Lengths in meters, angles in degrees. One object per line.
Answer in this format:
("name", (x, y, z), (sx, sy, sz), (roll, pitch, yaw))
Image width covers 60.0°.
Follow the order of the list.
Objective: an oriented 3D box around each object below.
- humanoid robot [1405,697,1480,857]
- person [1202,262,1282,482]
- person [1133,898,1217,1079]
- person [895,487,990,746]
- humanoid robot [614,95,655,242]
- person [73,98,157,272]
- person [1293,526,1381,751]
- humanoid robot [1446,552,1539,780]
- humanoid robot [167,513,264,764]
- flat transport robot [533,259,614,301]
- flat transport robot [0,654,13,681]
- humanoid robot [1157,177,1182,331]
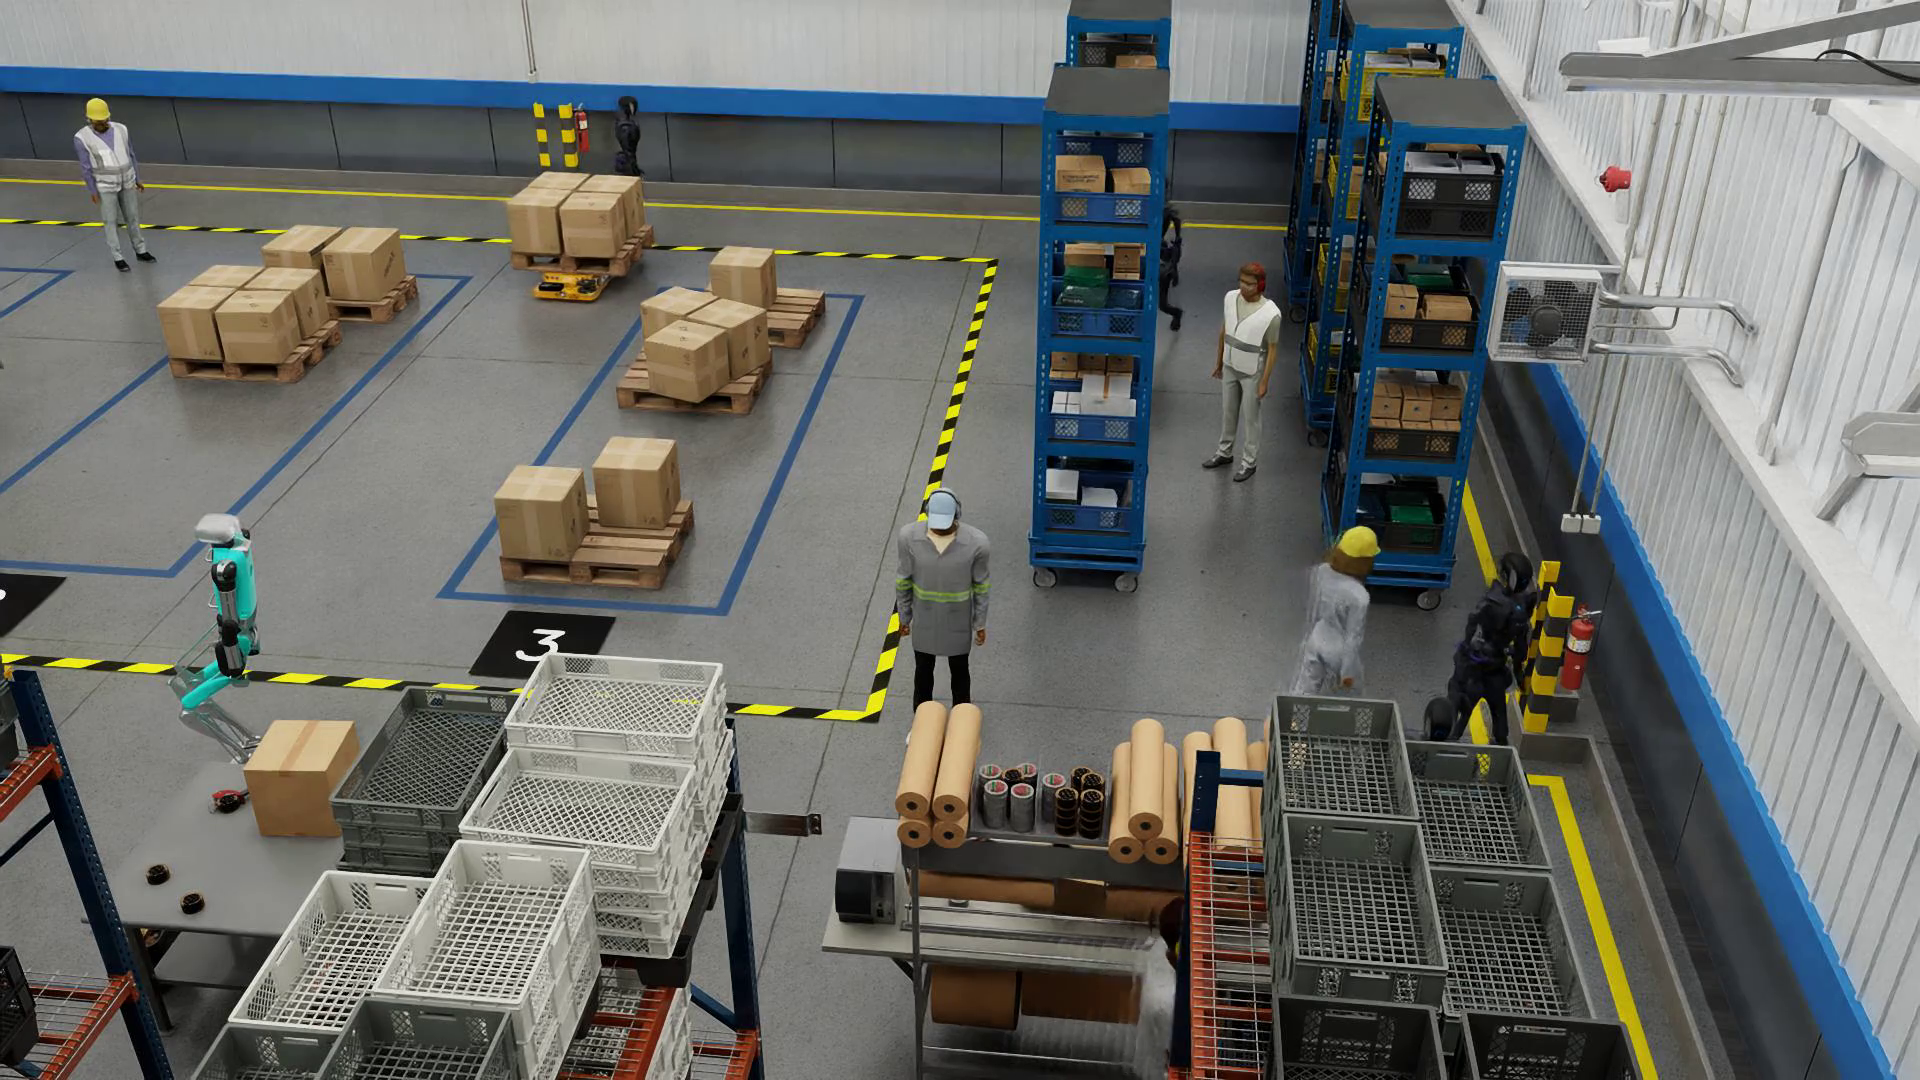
("humanoid robot", (2.378, 1.497, 8.757), (0.584, 1.618, 0.834), (2, 30, 3))
("person", (2.309, -1.379, 13.470), (0.390, 1.849, 0.565), (-24, 38, -35))
("person", (0.855, 2.283, 7.201), (0.921, 1.835, 0.523), (7, 31, 12))
("person", (-0.114, 0.485, 10.271), (0.587, 1.849, 0.389), (3, 30, 6))
("humanoid robot", (-3.709, -4.057, 18.249), (0.581, 1.632, 0.608), (-2, 30, -4))
("person", (-8.941, -3.776, 17.612), (0.404, 1.824, 0.589), (21, 36, 31))
("person", (2.256, 0.662, 10.105), (0.870, 1.697, 0.504), (-15, 33, -23))
("humanoid robot", (3.127, 0.790, 9.928), (0.609, 1.641, 0.584), (-17, 34, -27))
("humanoid robot", (-4.519, 0.627, 10.009), (0.735, 1.672, 0.533), (-5, 31, -9))
("flat transport robot", (-3.967, -2.905, 17.636), (0.652, 0.197, 1.431), (4, 30, 7))
("flat transport robot", (-7.142, 0.969, 11.010), (1.431, 0.231, 0.659), (3, 30, 6))
("humanoid robot", (1.894, -2.709, 15.968), (0.611, 1.629, 0.691), (26, 39, 37))
